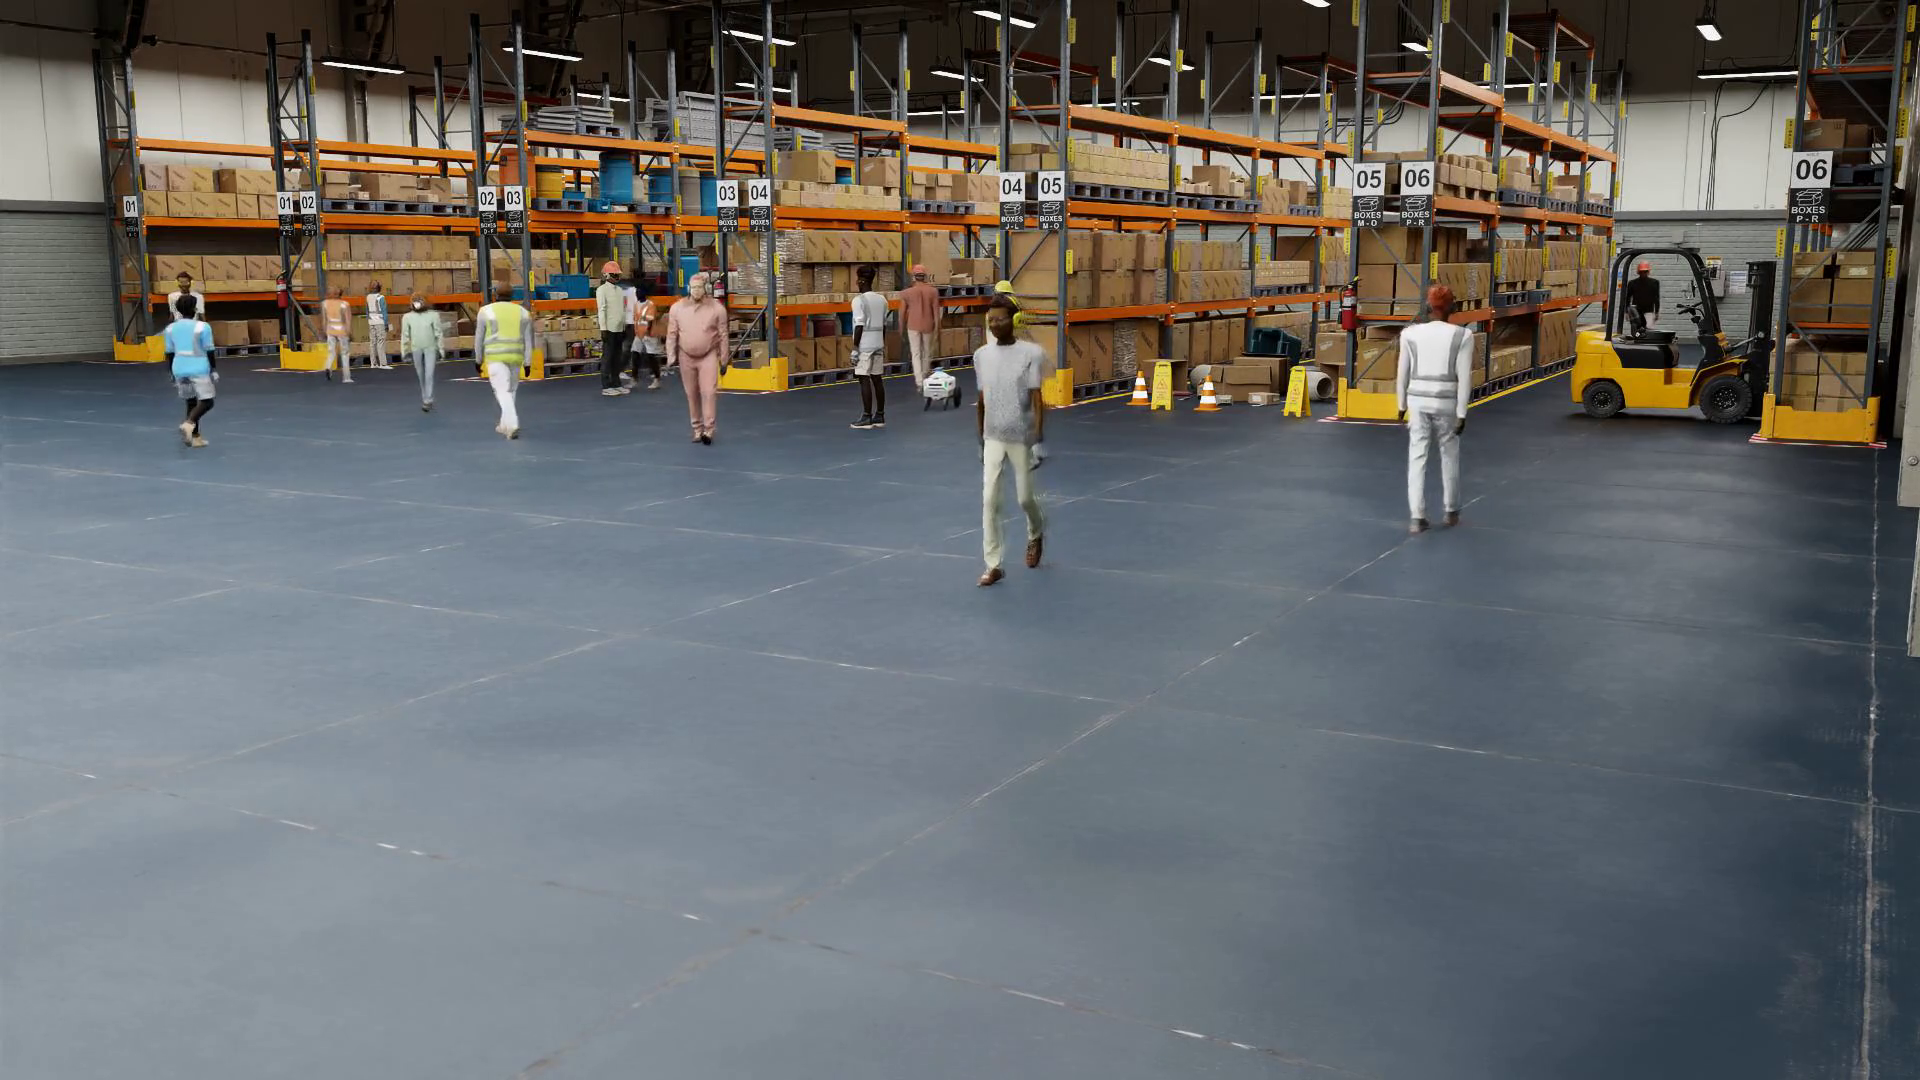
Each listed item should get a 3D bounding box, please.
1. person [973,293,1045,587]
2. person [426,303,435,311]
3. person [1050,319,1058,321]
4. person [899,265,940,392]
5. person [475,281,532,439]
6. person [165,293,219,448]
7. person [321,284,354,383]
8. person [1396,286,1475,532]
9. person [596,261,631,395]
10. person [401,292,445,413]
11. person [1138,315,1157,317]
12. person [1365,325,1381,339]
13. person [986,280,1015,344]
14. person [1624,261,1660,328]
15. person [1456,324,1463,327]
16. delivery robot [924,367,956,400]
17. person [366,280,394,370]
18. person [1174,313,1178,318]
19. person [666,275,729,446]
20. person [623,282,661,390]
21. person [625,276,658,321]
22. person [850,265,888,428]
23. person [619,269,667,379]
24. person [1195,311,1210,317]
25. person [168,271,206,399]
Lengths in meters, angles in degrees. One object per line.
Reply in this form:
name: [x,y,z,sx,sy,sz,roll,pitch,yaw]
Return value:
person: [0.344,-0.661,10.691,0.519,1.848,0.833,4,10,20]
person: [-11.186,-4.767,34.954,0.528,1.767,0.329,8,12,38]
person: [1.764,-3.743,28.317,0.633,1.986,1.024,5,11,26]
person: [-0.614,-3.240,25.512,0.618,1.950,0.913,-2,10,-10]
person: [-5.201,-2.062,19.045,0.616,1.801,0.957,-7,12,-36]
person: [-8.234,-1.792,17.764,0.543,1.680,0.592,2,10,10]
person: [-10.133,-3.349,27.061,0.538,1.625,0.486,1,10,5]
person: [3.642,-1.014,12.757,0.592,1.839,0.930,5,11,26]
person: [-5.197,-3.165,24.902,0.381,1.994,0.622,3,10,19]
person: [-7.137,-2.486,22.070,0.526,1.591,0.833,-1,10,-4]
person: [4.037,-5.037,36.027,0.637,1.938,0.357,5,11,28]
person: [9.112,-5.086,36.556,0.509,1.860,0.333,2,10,14]
person: [0.531,-2.417,21.198,0.323,1.765,0.532,-5,11,-29]
person: [13.219,-4.410,32.270,0.652,1.957,0.909,4,10,22]
person: [9.977,-4.560,33.532,0.563,1.838,0.389,2,10,9]
delivery robot: [-0.275,-2.113,22.679,0.477,0.478,0.707,2,10,9]
person: [-10.661,-3.936,30.457,0.522,1.640,0.306,6,11,32]
person: [5.105,-5.761,40.032,0.417,2.029,0.617,4,10,22]
person: [-2.894,-1.964,18.264,0.657,1.858,0.966,0,10,2]
person: [-4.927,-3.145,25.711,0.556,1.661,0.717,9,13,41]
person: [-6.346,-4.473,33.066,0.614,1.822,0.465,5,11,27]
person: [-1.115,-2.329,20.092,0.361,1.963,0.613,6,12,33]
person: [-5.464,-3.664,28.218,1.015,1.870,0.607,-6,11,-31]
person: [6.081,-6.131,42.134,0.536,2.000,0.676,9,13,42]
person: [-11.215,-2.960,24.127,0.577,1.843,0.704,-2,10,-13]
